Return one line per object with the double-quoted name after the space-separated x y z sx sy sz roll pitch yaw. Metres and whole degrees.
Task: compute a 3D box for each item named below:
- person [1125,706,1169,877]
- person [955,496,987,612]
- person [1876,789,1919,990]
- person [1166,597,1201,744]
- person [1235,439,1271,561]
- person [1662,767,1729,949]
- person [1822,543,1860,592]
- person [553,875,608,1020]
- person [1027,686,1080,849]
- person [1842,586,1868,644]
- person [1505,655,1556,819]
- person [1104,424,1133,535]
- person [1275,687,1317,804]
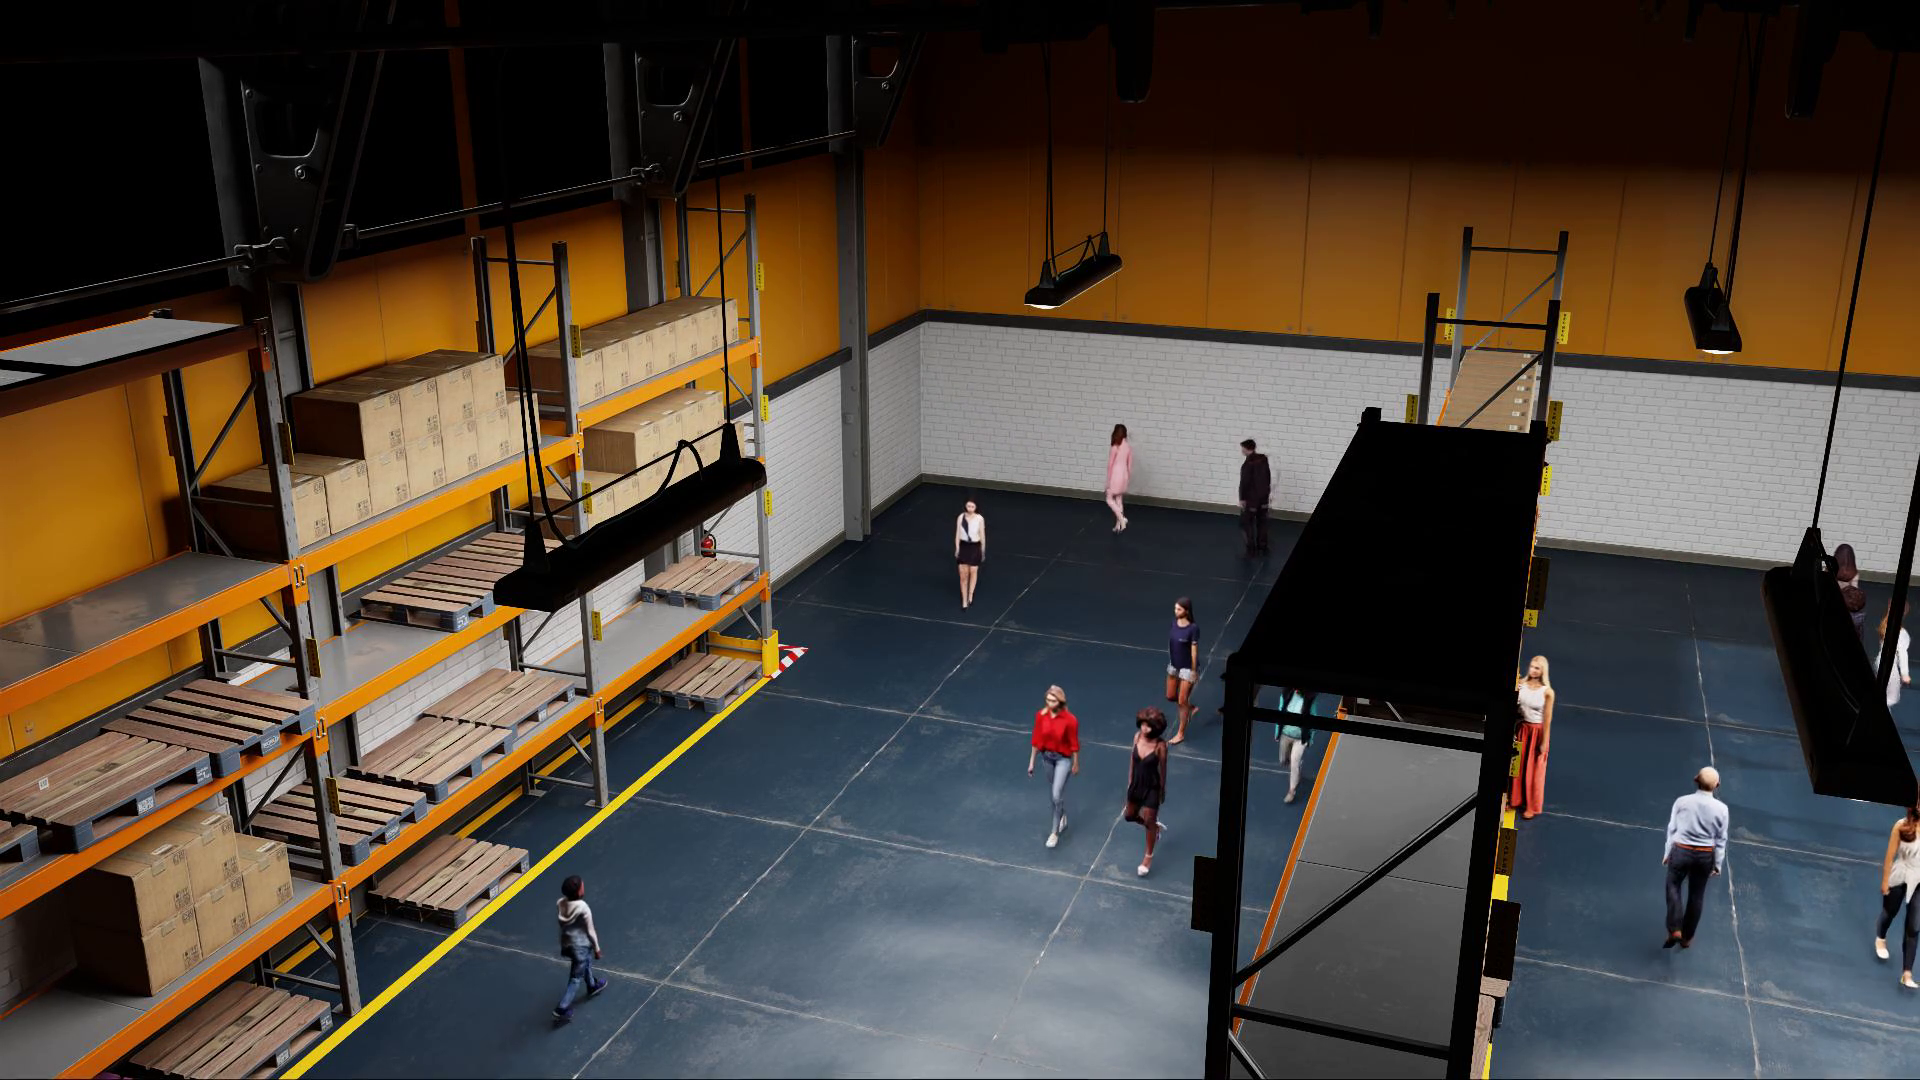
1.873 2.410 16.271 0.727 1.776 0.886 13 23 35 "person"
0.149 0.149 23.216 0.693 1.628 0.799 2 19 5 "person"
8.294 2.984 14.627 0.720 1.738 1.124 4 19 12 "person"
2.631 1.465 19.111 0.898 1.753 0.784 -16 24 -39 "person"
4.518 -0.636 25.162 0.854 1.874 1.000 -6 20 -18 "person"
6.543 2.890 14.839 0.637 1.780 0.860 7 20 19 "person"
10.962 0.885 20.851 0.608 1.743 0.565 10 21 27 "person"
-3.278 3.439 14.047 0.576 1.245 0.928 10 21 28 "person"
1.017 2.232 16.952 0.717 1.679 0.914 10 21 28 "person"
10.382 1.345 19.549 0.703 1.702 0.715 -3 19 -10 "person"
5.957 2.034 17.350 0.745 1.800 0.722 -15 24 -38 "person"
2.531 -0.914 26.124 0.830 1.786 0.886 -11 21 -29 "person"
3.601 2.053 17.779 0.679 1.489 0.828 12 22 32 "person"
